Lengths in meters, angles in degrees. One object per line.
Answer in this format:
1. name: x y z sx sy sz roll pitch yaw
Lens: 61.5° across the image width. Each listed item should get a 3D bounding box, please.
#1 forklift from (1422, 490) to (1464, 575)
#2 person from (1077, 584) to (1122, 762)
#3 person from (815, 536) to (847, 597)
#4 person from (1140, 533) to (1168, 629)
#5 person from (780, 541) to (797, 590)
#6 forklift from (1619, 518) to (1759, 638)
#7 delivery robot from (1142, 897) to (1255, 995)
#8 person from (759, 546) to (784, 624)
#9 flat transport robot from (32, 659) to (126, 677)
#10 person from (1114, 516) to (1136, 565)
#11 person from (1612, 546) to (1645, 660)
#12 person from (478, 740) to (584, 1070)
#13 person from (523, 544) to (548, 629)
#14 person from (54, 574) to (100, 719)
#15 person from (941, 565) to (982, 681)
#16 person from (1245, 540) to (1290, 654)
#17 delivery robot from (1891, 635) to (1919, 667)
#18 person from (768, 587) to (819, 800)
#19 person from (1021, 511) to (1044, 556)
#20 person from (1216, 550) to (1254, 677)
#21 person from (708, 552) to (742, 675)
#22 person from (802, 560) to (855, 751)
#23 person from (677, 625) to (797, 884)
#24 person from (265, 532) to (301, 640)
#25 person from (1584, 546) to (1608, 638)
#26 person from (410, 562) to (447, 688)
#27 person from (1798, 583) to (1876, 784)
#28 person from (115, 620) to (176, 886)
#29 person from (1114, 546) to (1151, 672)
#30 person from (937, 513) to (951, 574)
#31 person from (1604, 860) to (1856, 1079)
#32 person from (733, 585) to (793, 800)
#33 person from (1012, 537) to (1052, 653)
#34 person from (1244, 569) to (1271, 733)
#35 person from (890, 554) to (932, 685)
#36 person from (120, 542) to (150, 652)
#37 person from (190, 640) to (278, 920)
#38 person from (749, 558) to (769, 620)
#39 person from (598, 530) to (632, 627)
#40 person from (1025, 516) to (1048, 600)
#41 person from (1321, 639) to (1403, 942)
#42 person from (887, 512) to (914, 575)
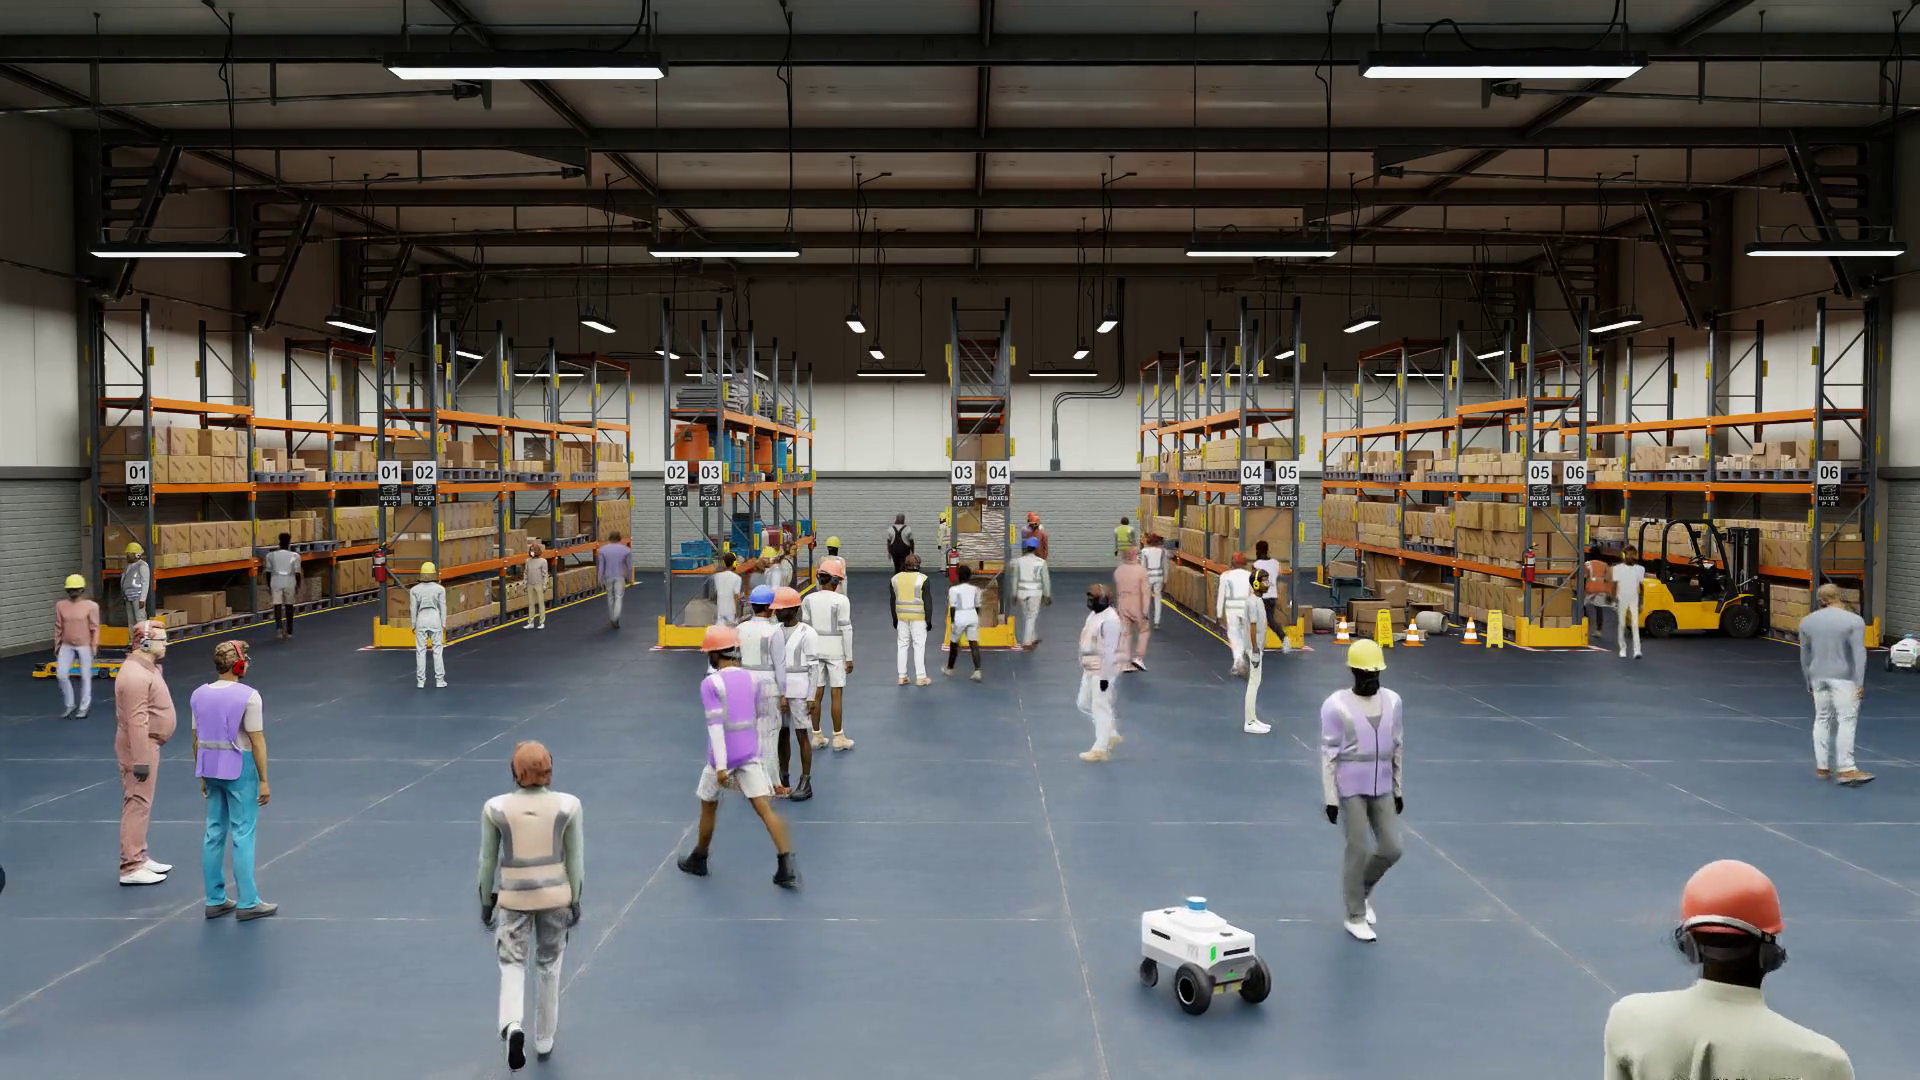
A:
1. forklift: 13.926 -0.371 47.846 1.873 2.768 1.129 0 2 0
2. person: 1.443 1.363 16.681 0.433 1.831 0.653 0 2 -12
3. person: -2.132 0.905 26.993 0.585 1.928 0.370 1 3 26
4. person: 3.714 0.786 31.166 0.599 1.827 1.004 0 2 -6
5. person: -2.888 0.935 27.284 0.345 1.846 0.507 0 2 -4
6. forklift: 13.417 0.684 29.791 2.313 2.155 1.214 0 2 0
7. delivery robot: 1.340 2.266 9.126 0.477 0.478 0.707 -1 2 -29
8. person: -3.058 1.009 25.797 0.499 1.809 0.624 -1 2 -19
9. flat transport robot: -12.715 1.874 23.691 1.431 0.197 0.652 0 2 0
10. person: 4.516 0.261 44.525 0.632 1.823 0.636 1 3 29
11. person: 10.710 1.006 25.873 0.517 1.817 0.993 1 2 16
12. person: -2.128 1.814 8.031 0.515 1.620 0.587 -1 2 -13
13. person: -8.157 0.891 31.004 0.497 1.633 0.285 1 2 16
14. person: -10.676 1.287 19.478 0.554 1.747 0.481 0 2 -6
15. person: 0.049 1.188 23.290 0.553 1.643 0.872 -1 3 -31
16. person: 5.026 0.947 26.377 0.600 1.896 0.740 -2 3 -35
17. delivery robot: 14.257 1.665 24.266 0.477 0.478 0.707 2 3 42
18. person: -1.554 1.390 14.706 0.551 1.933 0.369 1 3 32
19. person: 1.912 0.244 42.541 0.616 2.019 0.746 0 2 -2
20. person: 4.083 1.081 23.560 0.611 1.859 0.877 0 2 -7
21. person: -3.437 1.088 23.782 0.536 1.831 0.960 1 2 23
22. person: -1.406 1.235 17.399 0.605 2.034 0.389 1 3 28
23. person: -1.610 1.553 11.704 1.102 1.869 0.562 2 3 45
24. person: -12.227 0.821 29.175 0.604 1.931 0.928 -1 2 -23
25. person: 11.500 0.936 29.417 0.538 1.659 0.799 0 2 -8
26. person: -7.378 1.178 22.436 0.484 1.744 0.295 0 2 -11
27. person: 8.473 1.375 15.620 0.468 1.894 0.765 -1 3 -30
28. person: -5.921 1.531 11.750 0.399 1.895 0.634 -1 2 -24
29. person: 2.603 1.037 24.194 0.643 1.886 0.450 2 3 39
30. person: -0.499 0.095 48.581 0.403 1.833 0.586 1 3 26
31. person: 1.890 1.803 4.010 0.537 1.982 0.654 -2 3 -41
32. person: -1.806 1.382 14.755 0.603 1.949 0.384 2 3 35
33. person: 1.257 0.912 27.112 0.641 1.900 0.952 1 3 31
34. person: 3.429 1.268 18.589 0.312 1.869 0.538 1 2 14
35. person: -0.668 1.118 22.751 0.634 1.839 0.429 1 3 25
36. person: -13.772 0.953 26.928 0.590 1.836 0.404 1 3 33
37. person: -4.862 1.590 10.758 0.567 1.846 0.389 1 2 18
38. person: -3.239 1.075 26.523 0.381 1.618 0.500 2 3 44
39. person: -6.696 0.746 31.360 0.641 1.908 0.936 0 2 -8
40. person: 1.800 0.421 38.346 0.623 1.992 0.397 2 3 40
41. person: 2.579 1.577 10.282 0.605 1.908 0.424 -1 2 -19
42. person: -1.547 0.283 41.802 0.690 2.000 0.824 1 2 14
